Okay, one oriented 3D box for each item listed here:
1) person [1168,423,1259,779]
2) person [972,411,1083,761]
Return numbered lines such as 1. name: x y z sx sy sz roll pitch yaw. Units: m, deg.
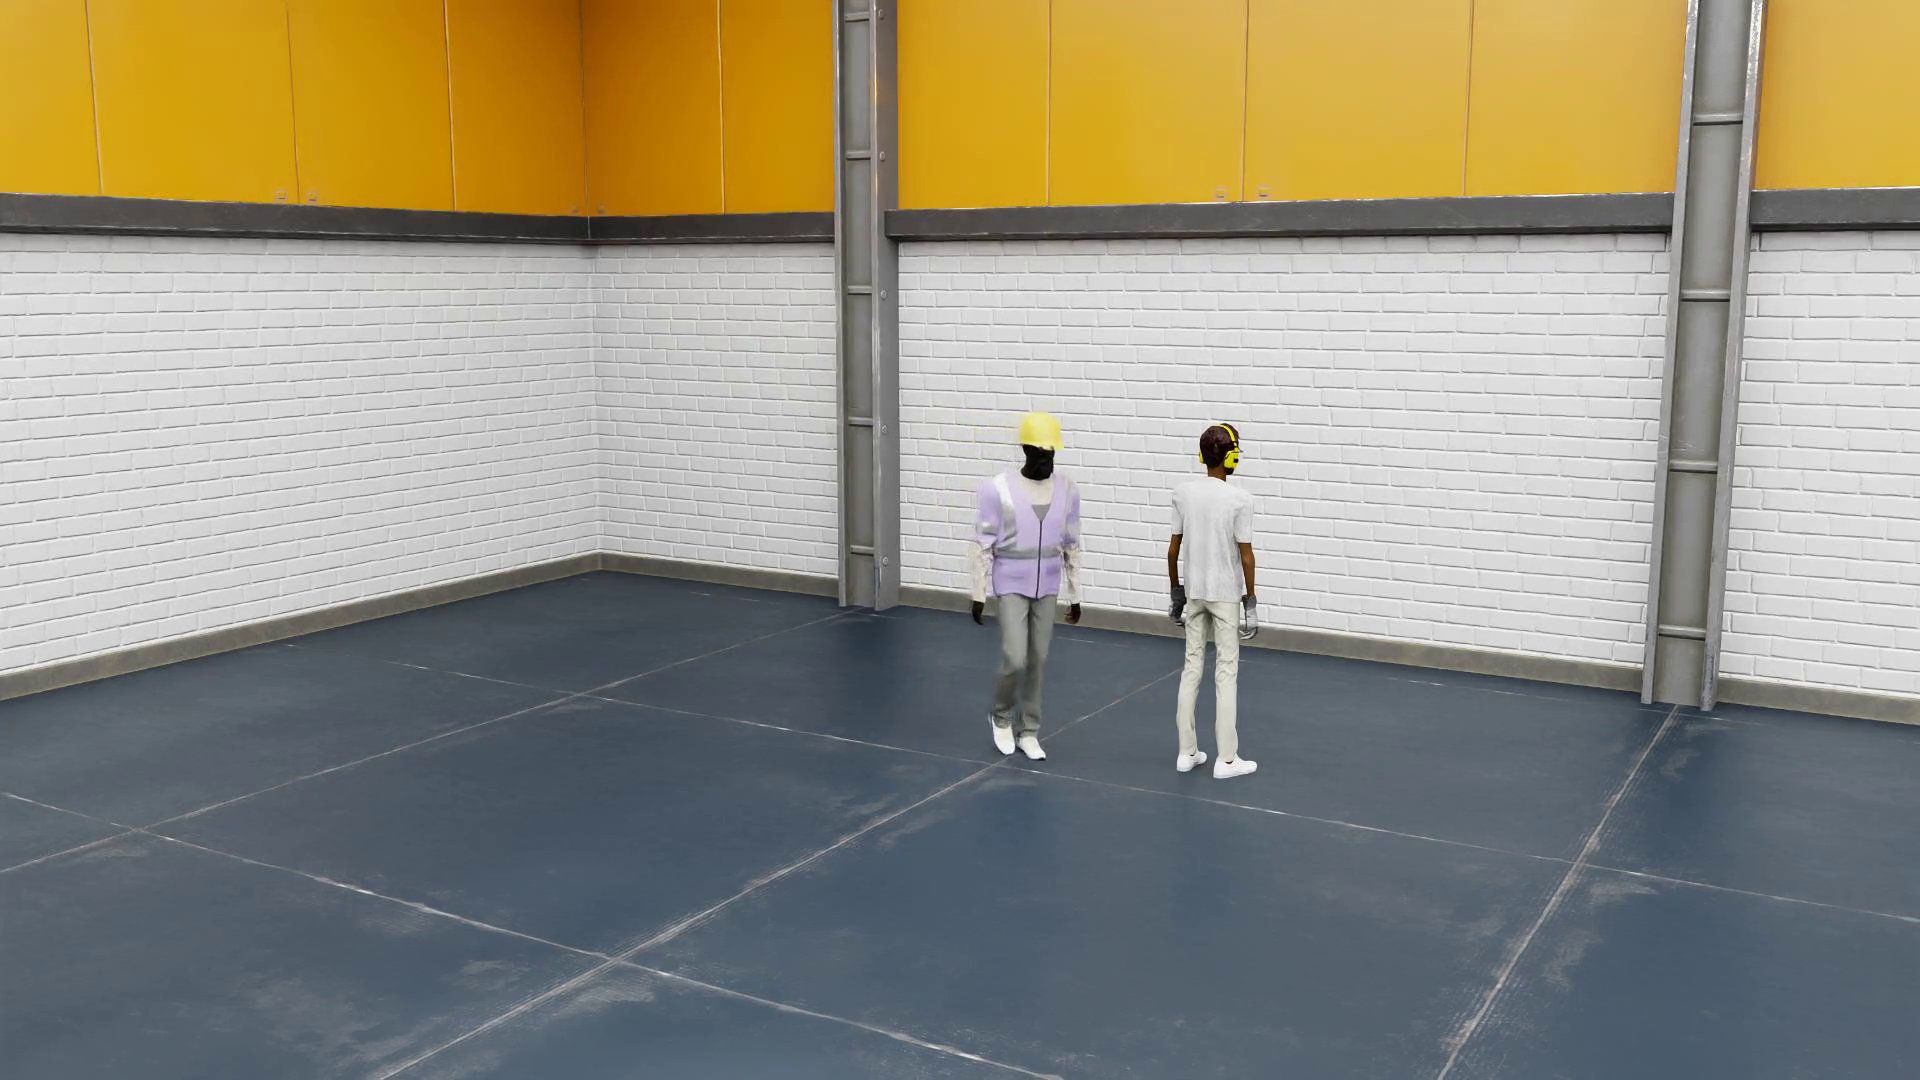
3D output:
1. person: 1.340 0.320 8.774 0.537 1.864 0.312 7 12 38
2. person: 0.373 0.260 8.965 0.636 1.914 0.455 -4 10 -23
